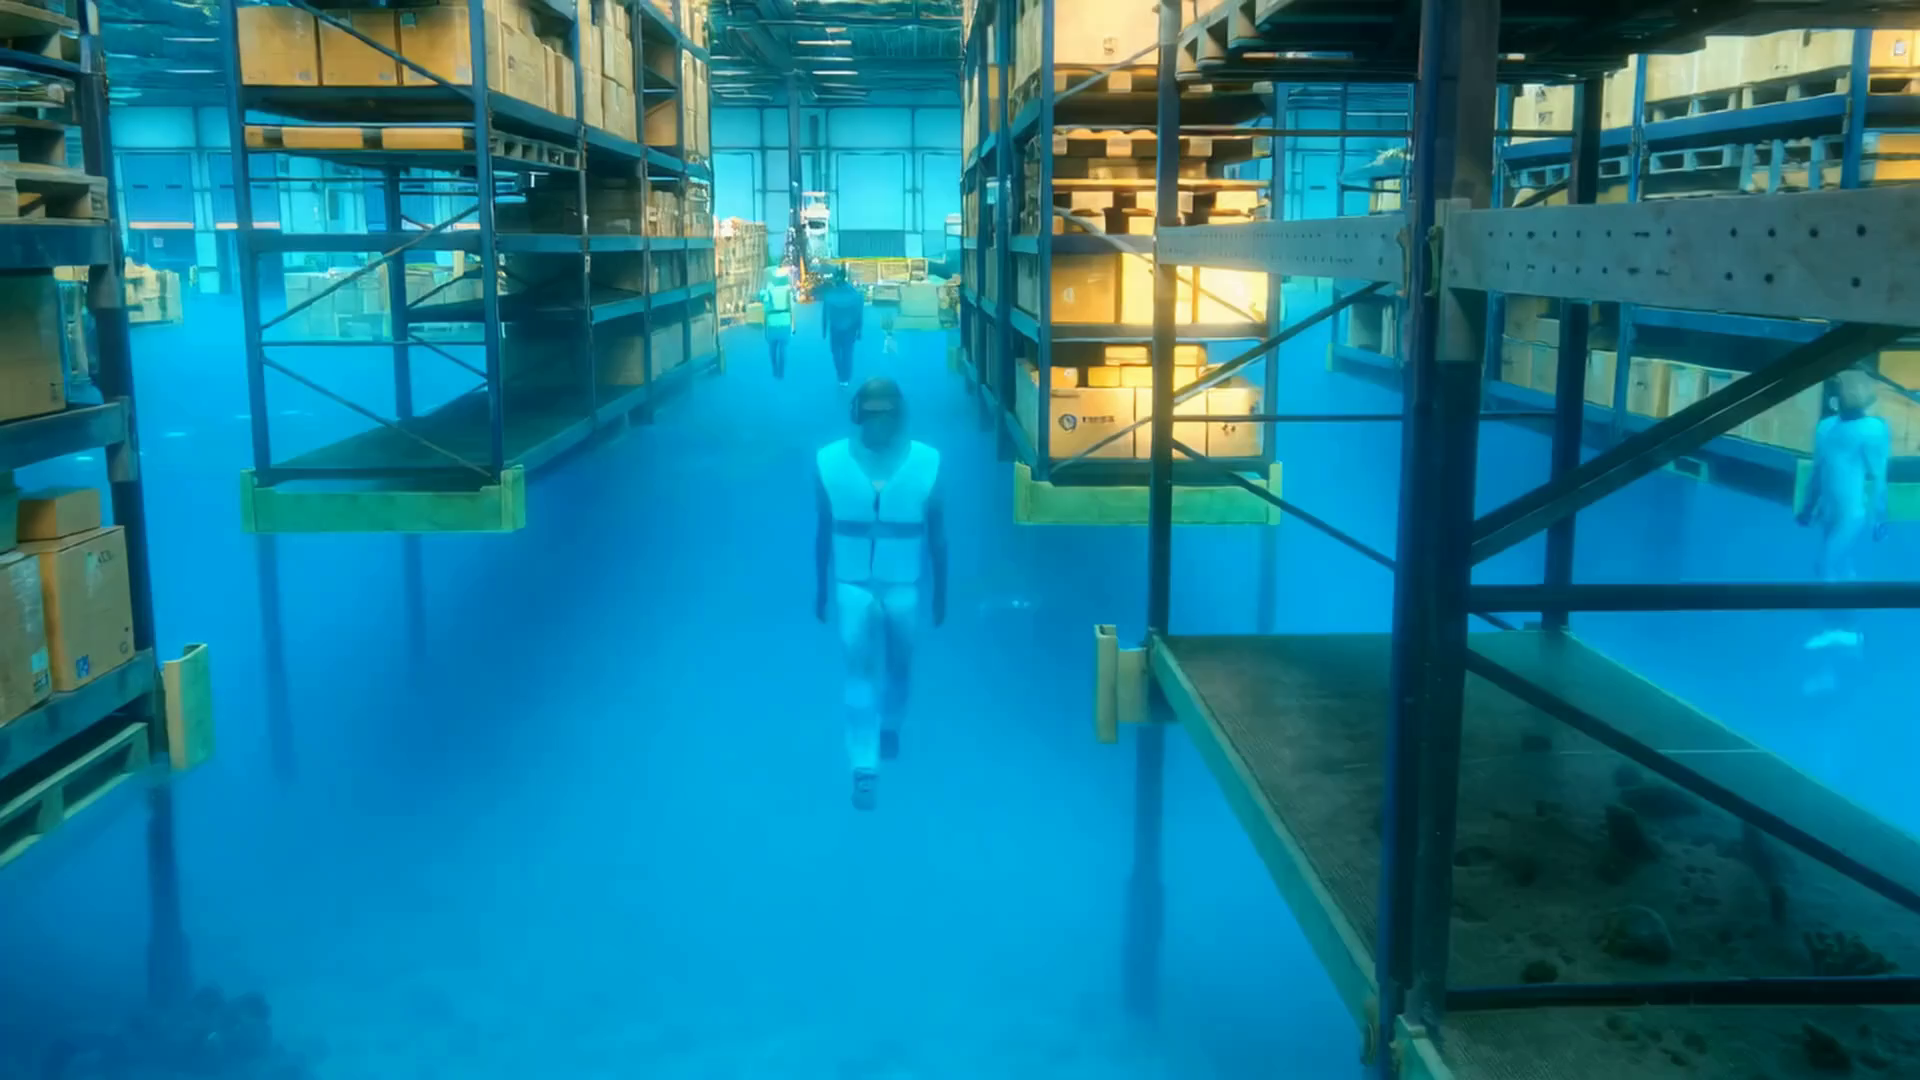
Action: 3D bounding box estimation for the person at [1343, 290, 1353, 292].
[{"bbox_3d":[8.785,-5.224,36.910,0.596,1.914,0.372,6,12,31],"label":"person"}]

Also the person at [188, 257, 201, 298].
[{"bbox_3d":[-32.129,-11.016,69.777,0.537,1.698,0.321,1,10,5],"label":"person"}]

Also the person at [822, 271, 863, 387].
[{"bbox_3d":[-1.921,-3.467,27.272,0.651,1.873,0.940,0,10,2],"label":"person"}]

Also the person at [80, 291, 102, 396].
[{"bbox_3d":[-11.675,-2.514,22.471,0.540,1.683,0.439,9,14,42],"label":"person"}]

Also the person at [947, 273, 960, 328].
[{"bbox_3d":[-0.101,-4.687,34.532,0.319,1.697,0.532,0,10,-3],"label":"person"}]

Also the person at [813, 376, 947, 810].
[{"bbox_3d":[-0.347,0.170,7.231,0.572,1.793,0.973,-1,10,-5],"label":"person"}]

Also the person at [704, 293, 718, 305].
[{"bbox_3d":[-9.195,-9.586,61.384,0.887,1.863,0.589,-1,10,-6],"label":"person"}]

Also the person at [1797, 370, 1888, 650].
[{"bbox_3d":[5.002,-0.163,9.537,0.548,1.614,0.534,-1,10,-8],"label":"person"}]

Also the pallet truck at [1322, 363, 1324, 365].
[{"bbox_3d":[7.712,-4.157,30.737,1.885,1.965,0.823,3,11,16],"label":"pallet truck"}]

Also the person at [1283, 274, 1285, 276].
[{"bbox_3d":[11.972,-9.342,60.709,0.769,1.605,0.517,-2,10,-13],"label":"person"}]

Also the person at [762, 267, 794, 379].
[{"bbox_3d":[-3.073,-3.664,28.206,0.551,1.920,0.571,-2,10,-11],"label":"person"}]
